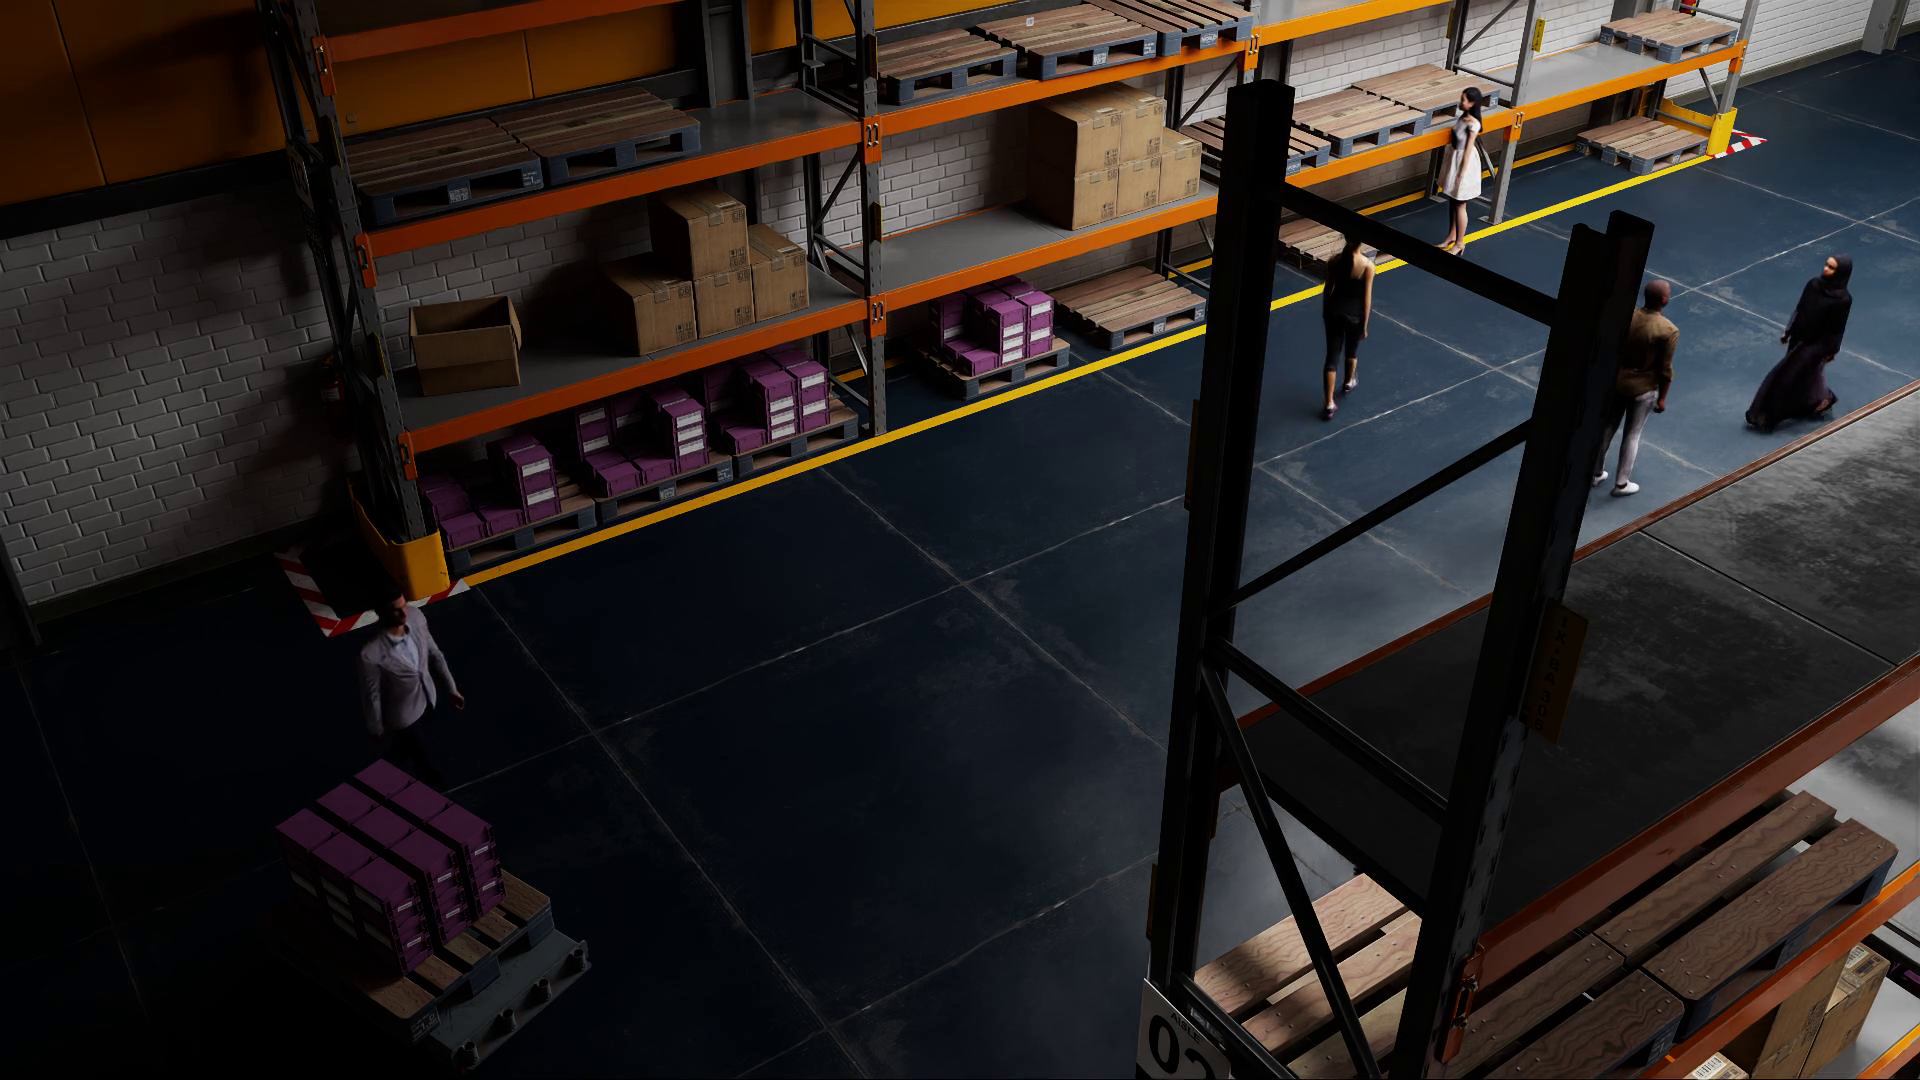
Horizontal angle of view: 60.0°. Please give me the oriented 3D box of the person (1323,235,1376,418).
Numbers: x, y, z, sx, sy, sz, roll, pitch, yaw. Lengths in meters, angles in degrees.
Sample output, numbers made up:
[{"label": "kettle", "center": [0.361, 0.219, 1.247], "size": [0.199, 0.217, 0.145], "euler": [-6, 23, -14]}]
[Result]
[{"label": "person", "center": [3.251, -1.843, 14.194], "size": [0.886, 1.707, 1.064], "euler": [15, 36, 21]}]

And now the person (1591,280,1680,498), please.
[{"label": "person", "center": [5.307, -1.206, 13.129], "size": [0.564, 1.824, 0.737], "euler": [-24, 40, -31]}]

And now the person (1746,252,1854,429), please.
[{"label": "person", "center": [7.279, -1.699, 14.071], "size": [1.193, 1.604, 0.895], "euler": [-7, 34, -10]}]

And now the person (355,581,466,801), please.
[{"label": "person", "center": [-3.337, 0.970, 9.874], "size": [1.149, 1.804, 1.223], "euler": [13, 36, 18]}]

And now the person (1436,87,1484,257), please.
[{"label": "person", "center": [5.123, -3.760, 17.022], "size": [0.816, 1.769, 0.783], "euler": [0, 34, -1]}]
